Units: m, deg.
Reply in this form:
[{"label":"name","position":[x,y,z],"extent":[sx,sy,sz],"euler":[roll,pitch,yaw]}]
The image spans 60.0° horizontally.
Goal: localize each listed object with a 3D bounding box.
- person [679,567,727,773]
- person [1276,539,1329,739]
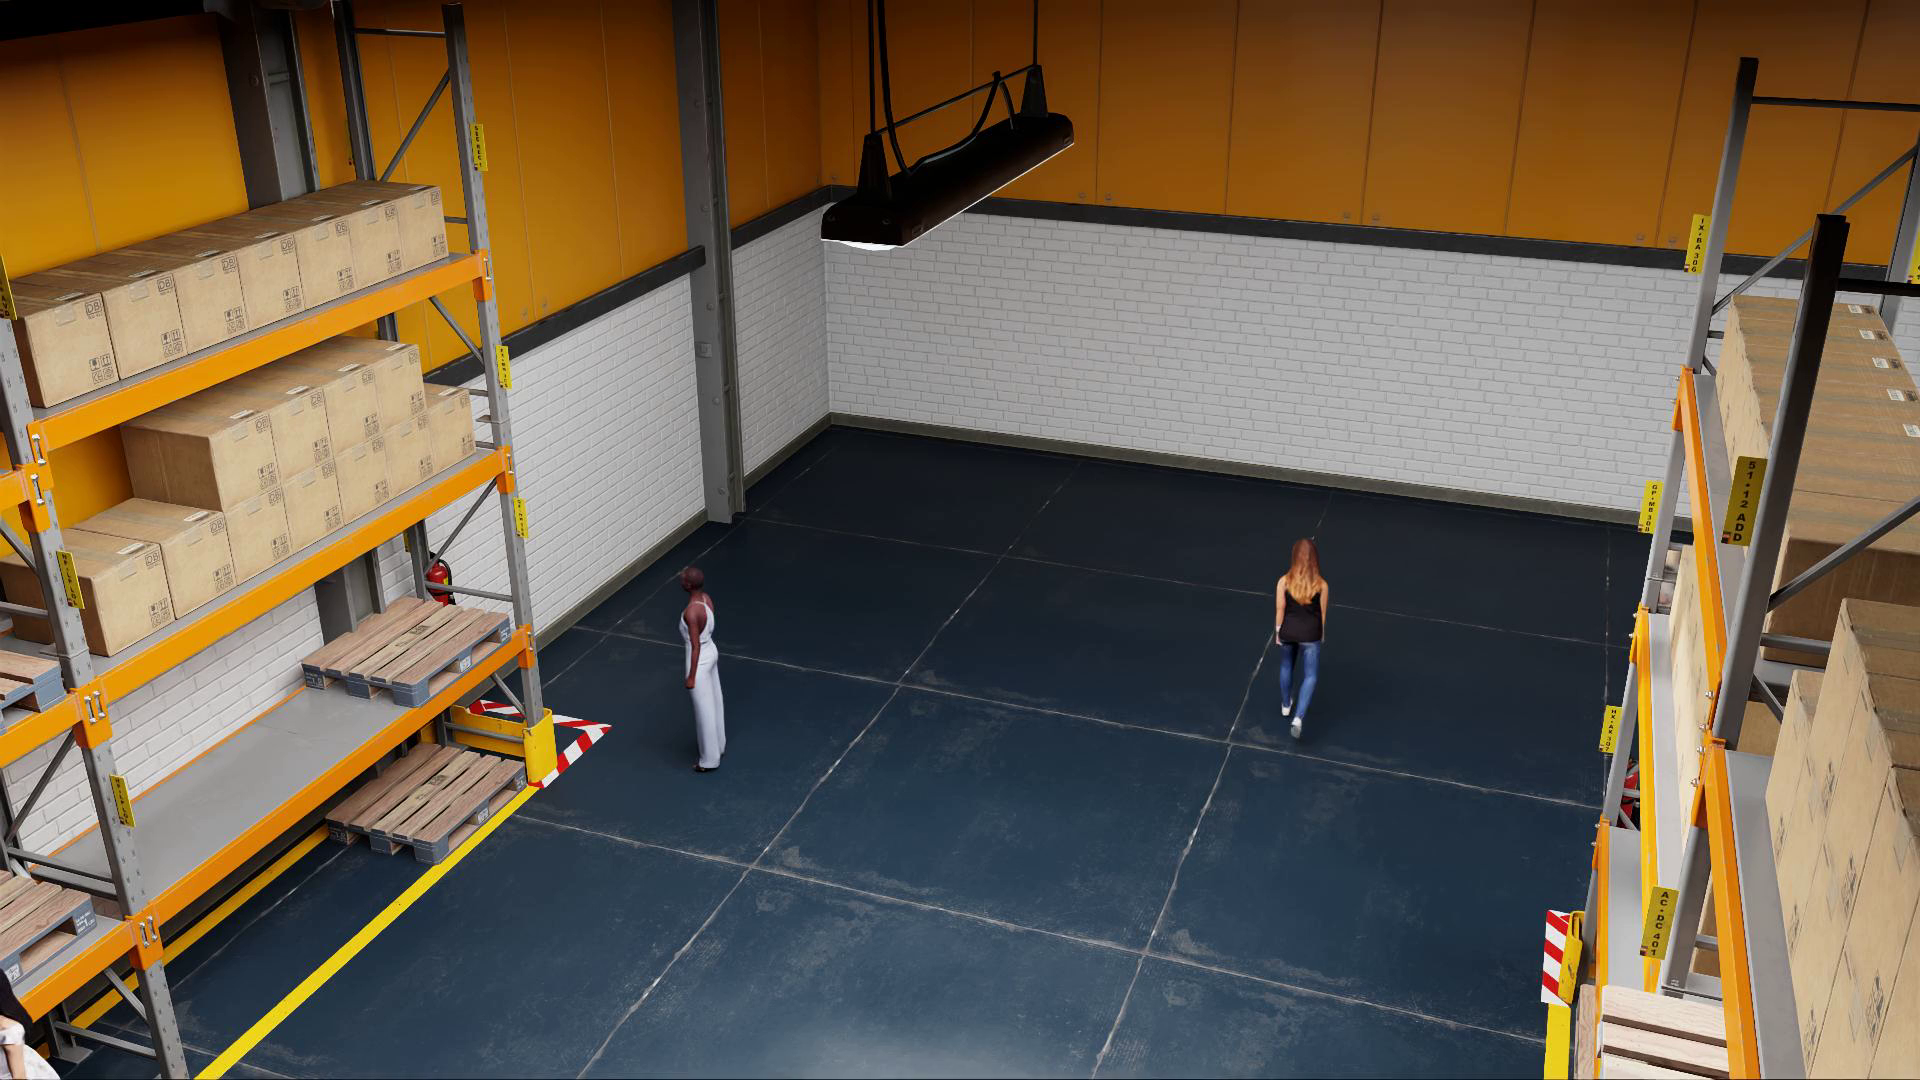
[{"label":"person","position":[-2.065,1.023,13.352],"extent":[0.684,1.784,0.496],"euler":[3,24,6]},{"label":"person","position":[2.845,0.833,13.894],"extent":[0.559,1.698,0.988],"euler":[8,25,18]}]
